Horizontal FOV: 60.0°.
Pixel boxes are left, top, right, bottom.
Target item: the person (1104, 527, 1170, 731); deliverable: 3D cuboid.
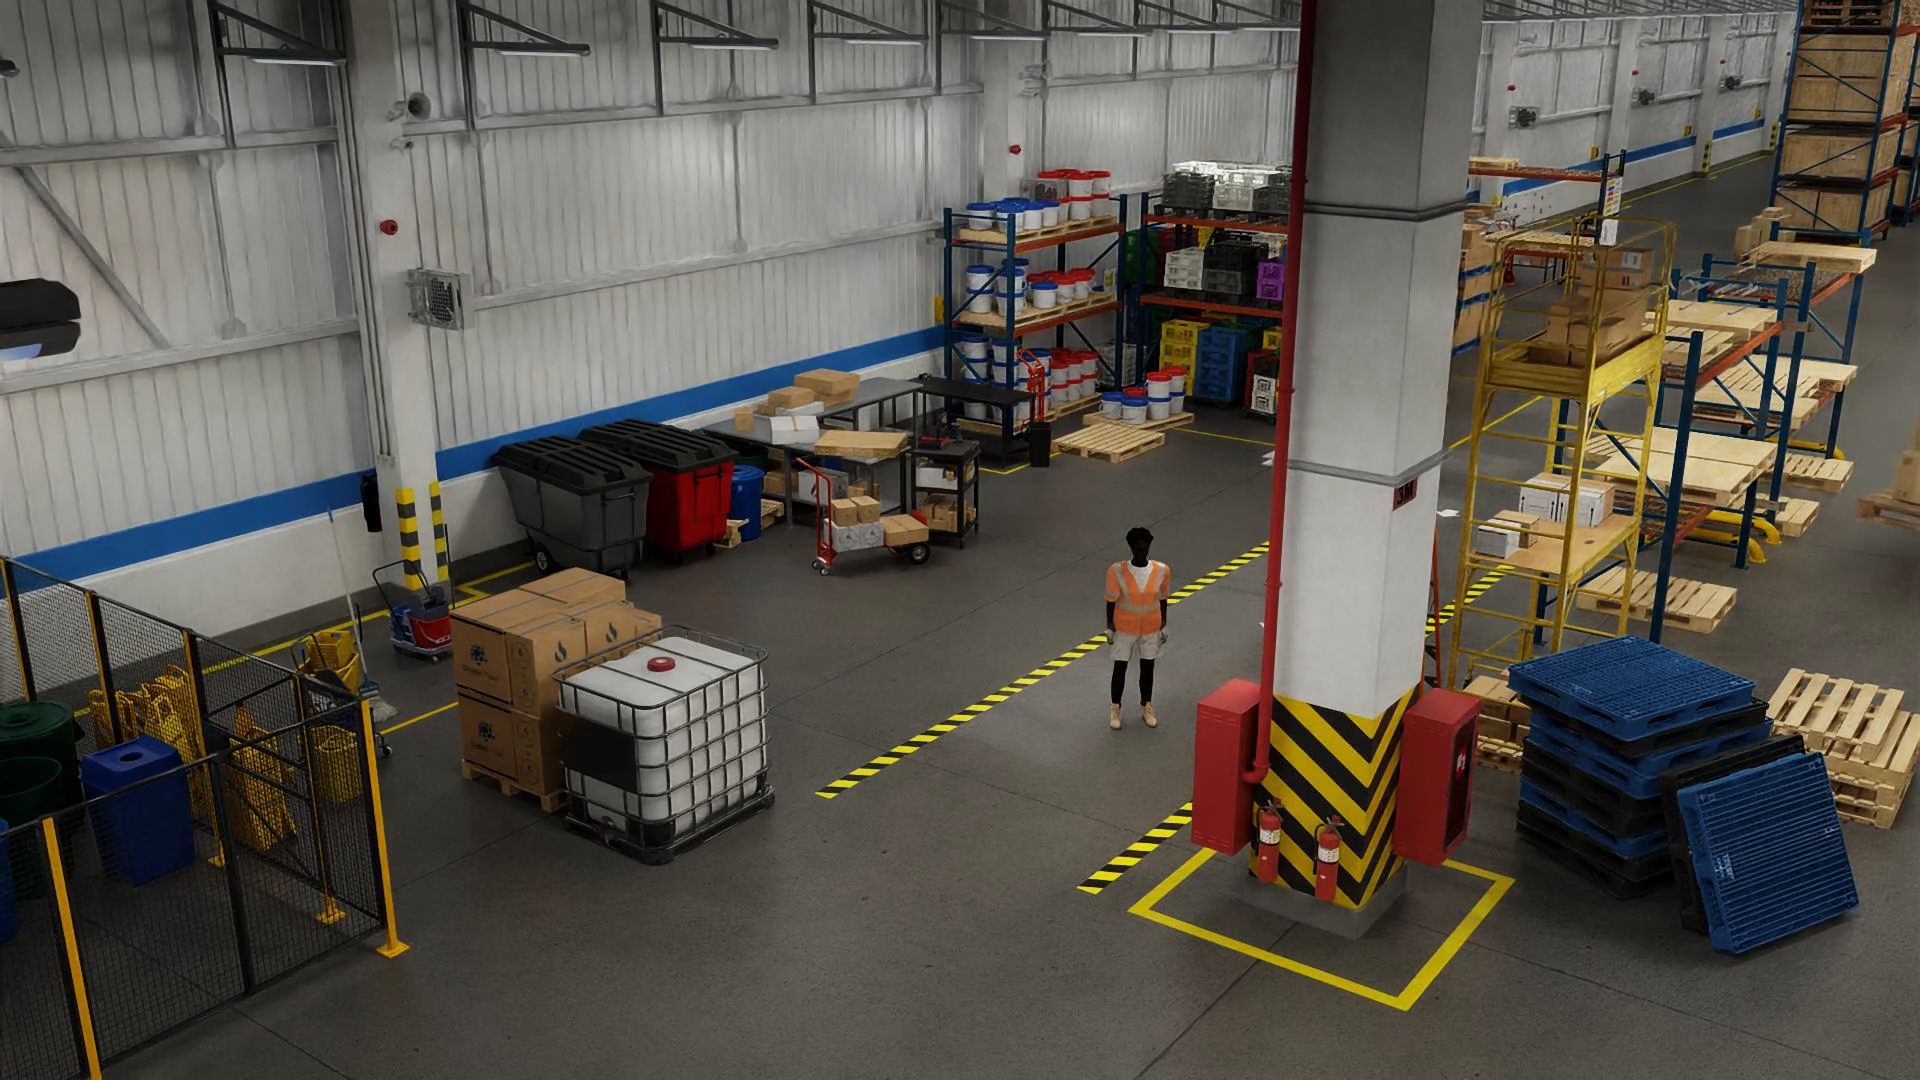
[{"bbox_3d":[1.416,0.705,13.334,0.541,1.696,0.316,-3,18,-8],"label":"person"}]
